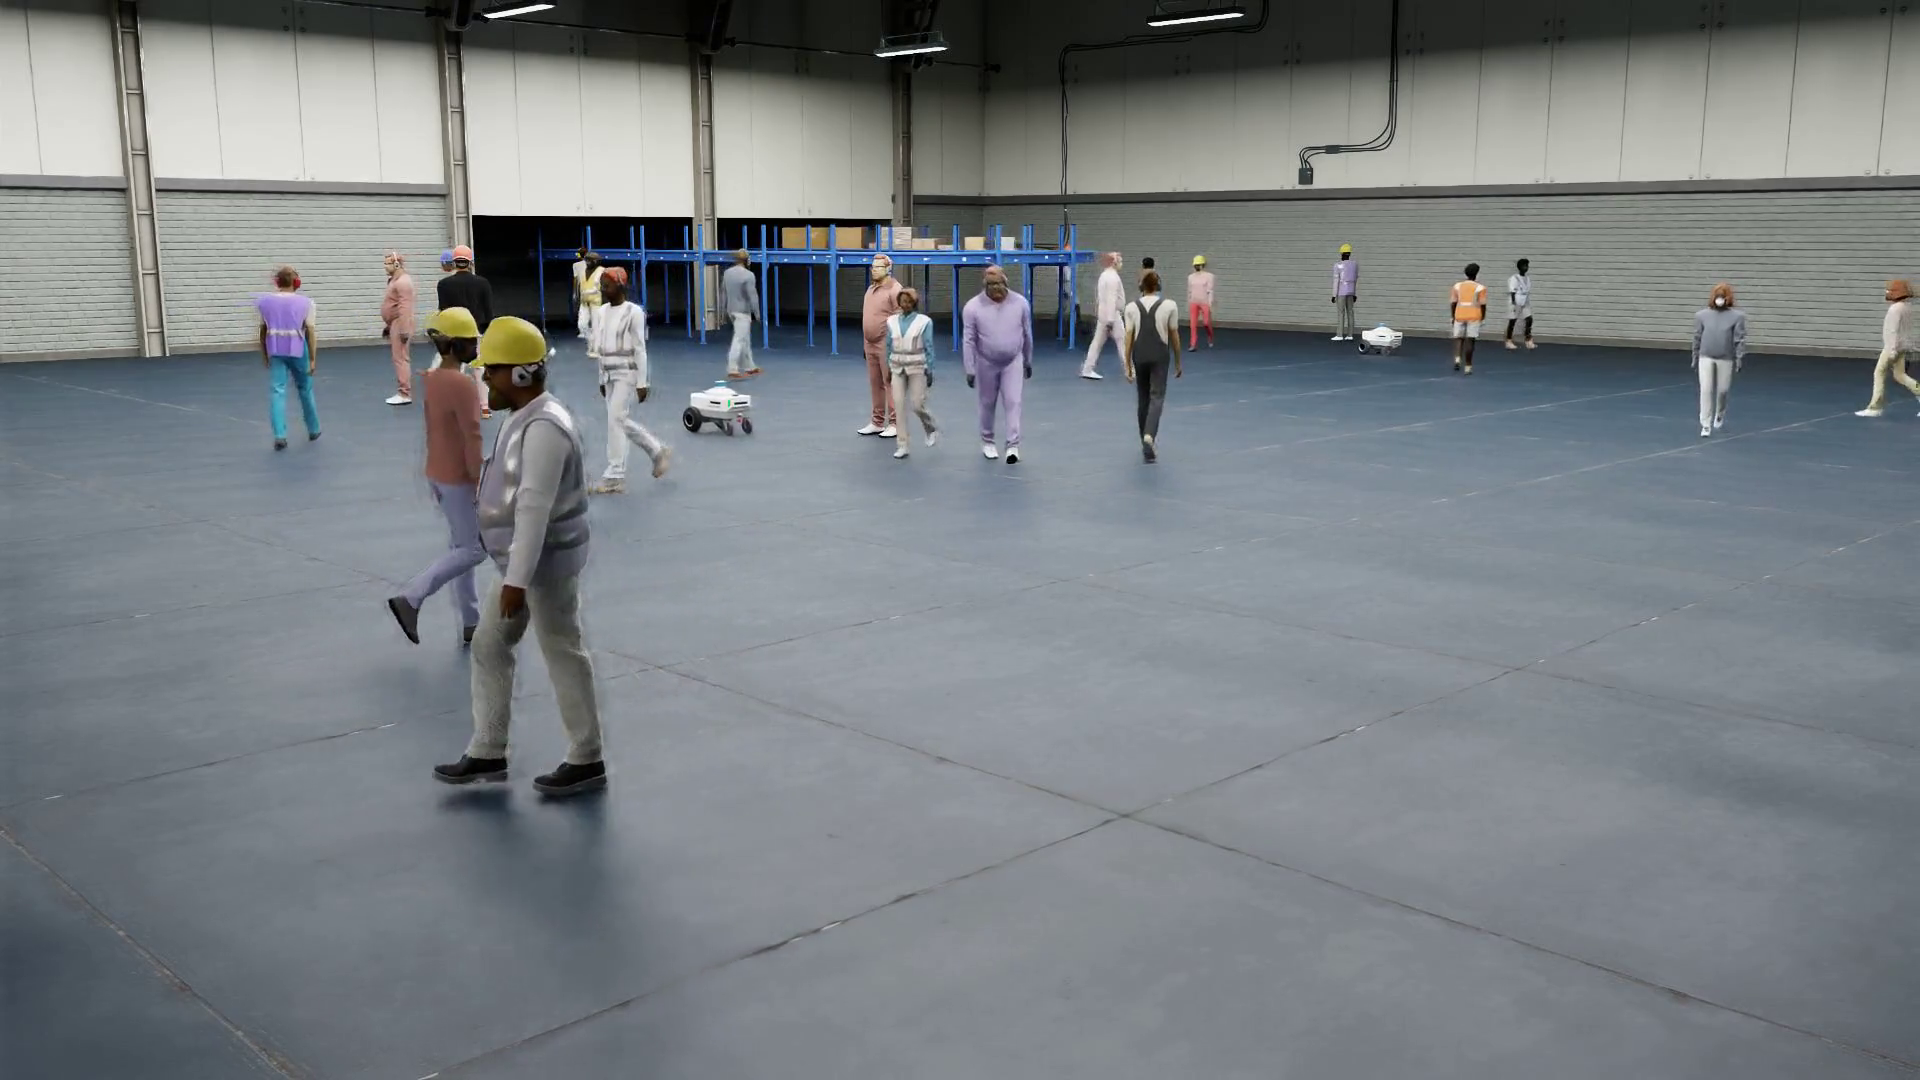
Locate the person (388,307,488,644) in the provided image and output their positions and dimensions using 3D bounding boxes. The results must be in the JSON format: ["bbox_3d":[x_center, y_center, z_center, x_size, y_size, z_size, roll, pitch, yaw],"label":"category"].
[{"bbox_3d":[-2.626,-0.308,8.486,0.599,1.748,0.539,-7,13,-35],"label":"person"}]

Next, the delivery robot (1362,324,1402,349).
[{"bbox_3d":[7.536,-3.619,29.677,0.477,0.478,0.707,-8,13,-36],"label":"delivery robot"}]

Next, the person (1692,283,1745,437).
[{"bbox_3d":[8.073,-1.931,17.734,0.503,1.614,0.673,5,11,25],"label":"person"}]

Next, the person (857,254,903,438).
[{"bbox_3d":[-0.833,-2.049,17.554,0.409,1.913,0.649,-8,13,-38],"label":"person"}]

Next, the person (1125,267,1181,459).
[{"bbox_3d":[1.819,-1.696,15.922,0.524,1.815,0.900,4,11,19],"label":"person"}]

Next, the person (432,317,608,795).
[{"bbox_3d":[-1.689,0.084,6.193,0.749,1.803,0.609,-5,12,-26],"label":"person"}]

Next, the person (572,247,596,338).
[{"bbox_3d":[-7.765,-5.119,34.426,0.535,1.863,0.309,-6,12,-29],"label":"person"}]

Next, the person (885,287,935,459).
[{"bbox_3d":[-0.466,-1.614,15.983,0.515,1.624,0.494,5,11,24],"label":"person"}]

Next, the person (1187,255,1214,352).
[{"bbox_3d":[4.426,-4.351,30.527,0.531,1.747,0.656,6,12,29],"label":"person"}]

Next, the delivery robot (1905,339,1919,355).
[{"bbox_3d":[14.379,-2.944,25.287,0.698,0.223,0.335,-4,11,-22],"label":"delivery robot"}]

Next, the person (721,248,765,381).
[{"bbox_3d":[-3.117,-3.314,24.450,0.899,1.905,0.662,-10,14,-44],"label":"person"}]

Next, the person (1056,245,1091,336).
[{"bbox_3d":[2.354,-5.204,34.807,0.550,1.899,0.923,-9,14,-40],"label":"person"}]

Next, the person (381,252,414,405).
[{"bbox_3d":[-7.094,-2.673,20.999,0.417,1.904,0.664,-4,11,-23],"label":"person"}]

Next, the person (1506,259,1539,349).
[{"bbox_3d":[10.425,-4.355,30.756,0.552,1.662,0.740,-6,12,-30],"label":"person"}]

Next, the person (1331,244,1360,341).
[{"bbox_3d":[7.737,-4.971,33.445,0.587,1.927,0.367,-4,11,-21],"label":"person"}]

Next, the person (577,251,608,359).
[{"bbox_3d":[-6.334,-4.054,28.699,0.650,1.831,0.447,5,11,24],"label":"person"}]

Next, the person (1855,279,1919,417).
[{"bbox_3d":[10.924,-2.218,19.305,0.743,1.612,0.517,9,14,42],"label":"person"}]

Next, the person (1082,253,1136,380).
[{"bbox_3d":[2.255,-3.278,24.406,0.989,1.851,0.669,-2,11,-10],"label":"person"}]

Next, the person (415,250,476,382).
[{"bbox_3d":[-7.311,-3.196,23.845,0.993,1.893,0.645,-1,10,-7],"label":"person"}]

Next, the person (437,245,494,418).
[{"bbox_3d":[-5.711,-2.404,19.263,0.612,1.995,0.376,-4,11,-18],"label":"person"}]

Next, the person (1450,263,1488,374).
[{"bbox_3d":[7.791,-3.388,25.454,0.556,1.684,0.368,7,13,34],"label":"person"}]

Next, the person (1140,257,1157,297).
[{"bbox_3d":[3.636,-4.542,31.784,0.451,1.692,0.568,7,12,32],"label":"person"}]

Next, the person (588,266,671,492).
[{"bbox_3d":[-2.792,-1.363,13.974,0.583,1.862,0.821,10,15,44],"label":"person"}]

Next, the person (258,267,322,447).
[{"bbox_3d":[-6.794,-1.859,16.856,0.587,1.791,0.989,-2,11,-9],"label":"person"}]

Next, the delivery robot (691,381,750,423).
[{"bbox_3d":[-2.591,-1.476,17.994,0.707,0.478,0.477,10,14,42],"label":"delivery robot"}]

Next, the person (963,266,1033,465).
[{"bbox_3d":[0.365,-1.633,15.533,0.680,1.827,1.031,-1,10,-4],"label":"person"}]
